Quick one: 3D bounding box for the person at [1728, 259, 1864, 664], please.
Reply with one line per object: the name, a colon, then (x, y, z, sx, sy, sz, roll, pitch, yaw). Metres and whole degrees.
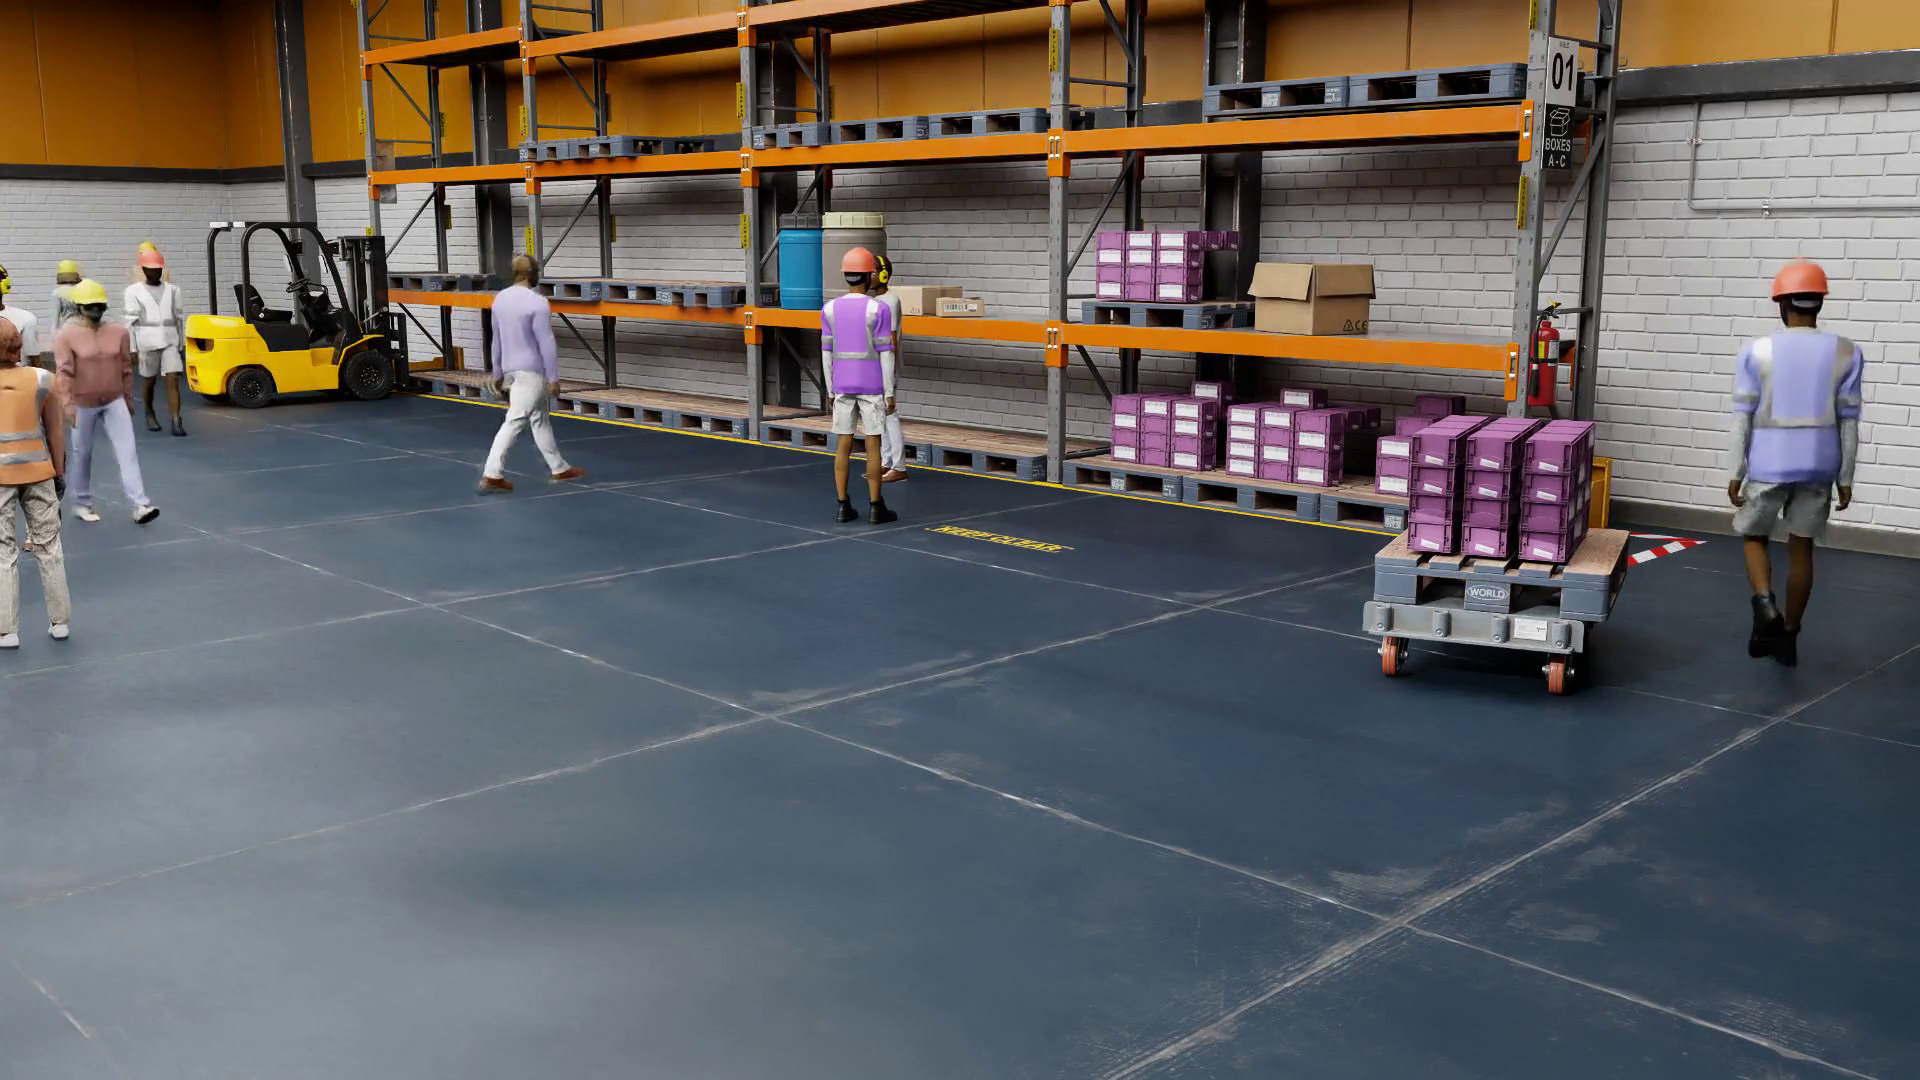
person: (3.865, -0.337, 7.724, 0.551, 1.916, 0.564, 3, 11, 18)

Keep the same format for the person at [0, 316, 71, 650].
person: (-4.648, -0.282, 8.167, 0.307, 1.645, 0.514, 9, 14, 40)

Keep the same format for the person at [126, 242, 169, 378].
person: (-11.527, -3.275, 23.715, 0.595, 1.923, 0.373, -1, 10, -6)

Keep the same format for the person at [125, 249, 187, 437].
person: (-8.204, -2.017, 16.959, 0.559, 1.896, 0.985, -8, 13, -39)

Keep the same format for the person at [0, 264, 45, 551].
person: (-6.122, -0.851, 10.650, 0.521, 1.873, 0.335, 0, 10, -3)

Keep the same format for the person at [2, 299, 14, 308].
person: (-9.276, -1.742, 15.853, 0.529, 1.744, 0.698, -1, 10, -7)

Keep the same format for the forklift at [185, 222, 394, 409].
forklift: (-8.169, -2.758, 20.163, 2.313, 2.155, 1.214, -10, 14, -44)

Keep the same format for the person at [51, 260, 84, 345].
person: (-10.608, -2.468, 19.882, 0.773, 1.715, 0.521, 7, 13, 35)

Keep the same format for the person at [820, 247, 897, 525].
person: (-0.699, -1.073, 11.676, 0.544, 1.939, 0.355, 4, 11, 20)

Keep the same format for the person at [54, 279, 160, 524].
person: (-5.976, -0.945, 11.579, 0.918, 1.709, 0.541, 9, 14, 40)

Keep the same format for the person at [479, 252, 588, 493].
person: (-3.449, -1.330, 13.219, 0.643, 1.890, 1.044, 9, 14, 42)

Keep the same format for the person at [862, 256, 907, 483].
person: (-0.629, -1.402, 13.698, 0.318, 1.860, 0.509, -4, 11, -20)
